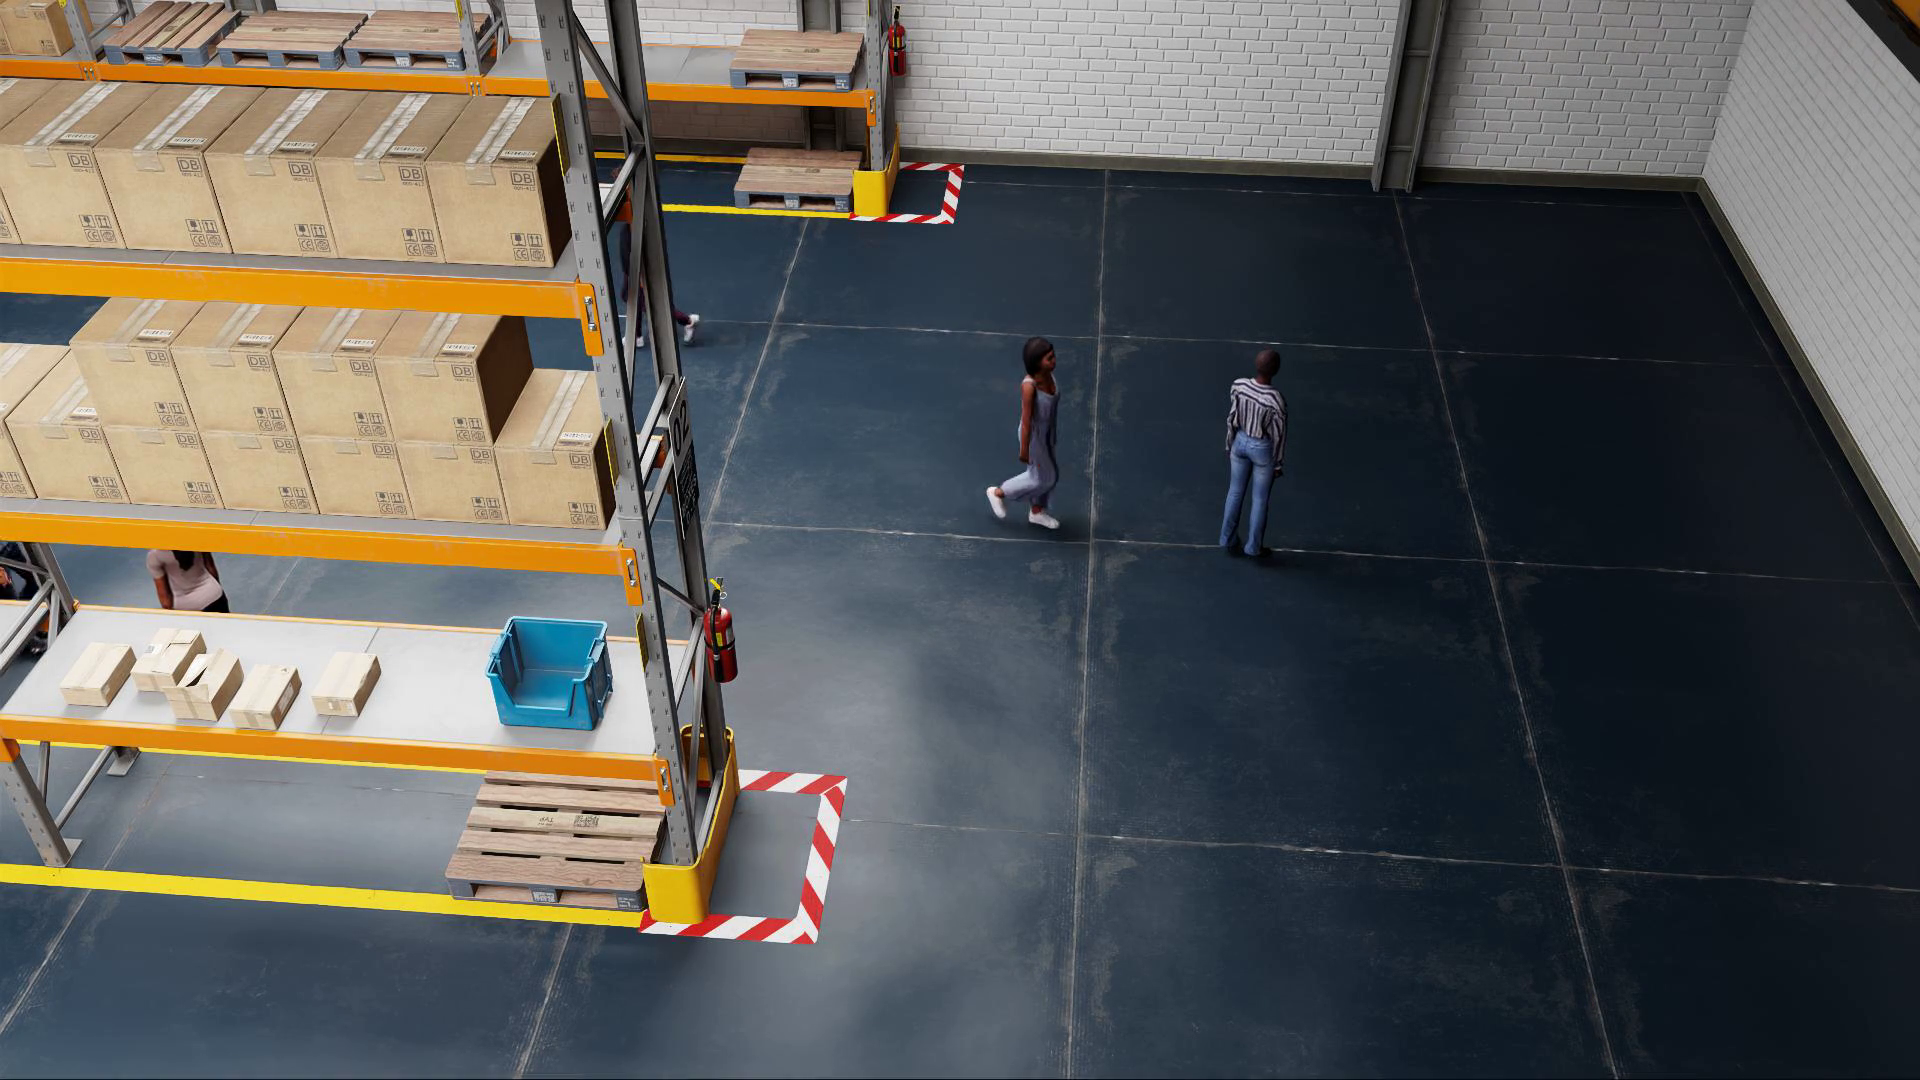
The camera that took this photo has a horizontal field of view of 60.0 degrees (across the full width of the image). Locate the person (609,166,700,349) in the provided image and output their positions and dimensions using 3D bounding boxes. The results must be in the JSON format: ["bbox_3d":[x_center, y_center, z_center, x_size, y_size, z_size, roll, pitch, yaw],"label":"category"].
[{"bbox_3d":[-2.713,-2.431,14.460,1.105,1.763,0.860,-10,40,-12],"label":"person"}]

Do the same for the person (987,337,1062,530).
[{"bbox_3d":[0.506,-0.799,12.478,0.896,1.686,0.740,18,42,21],"label":"person"}]

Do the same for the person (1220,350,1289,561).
[{"bbox_3d":[2.154,-0.616,12.161,0.652,1.796,0.756,27,46,30],"label":"person"}]
